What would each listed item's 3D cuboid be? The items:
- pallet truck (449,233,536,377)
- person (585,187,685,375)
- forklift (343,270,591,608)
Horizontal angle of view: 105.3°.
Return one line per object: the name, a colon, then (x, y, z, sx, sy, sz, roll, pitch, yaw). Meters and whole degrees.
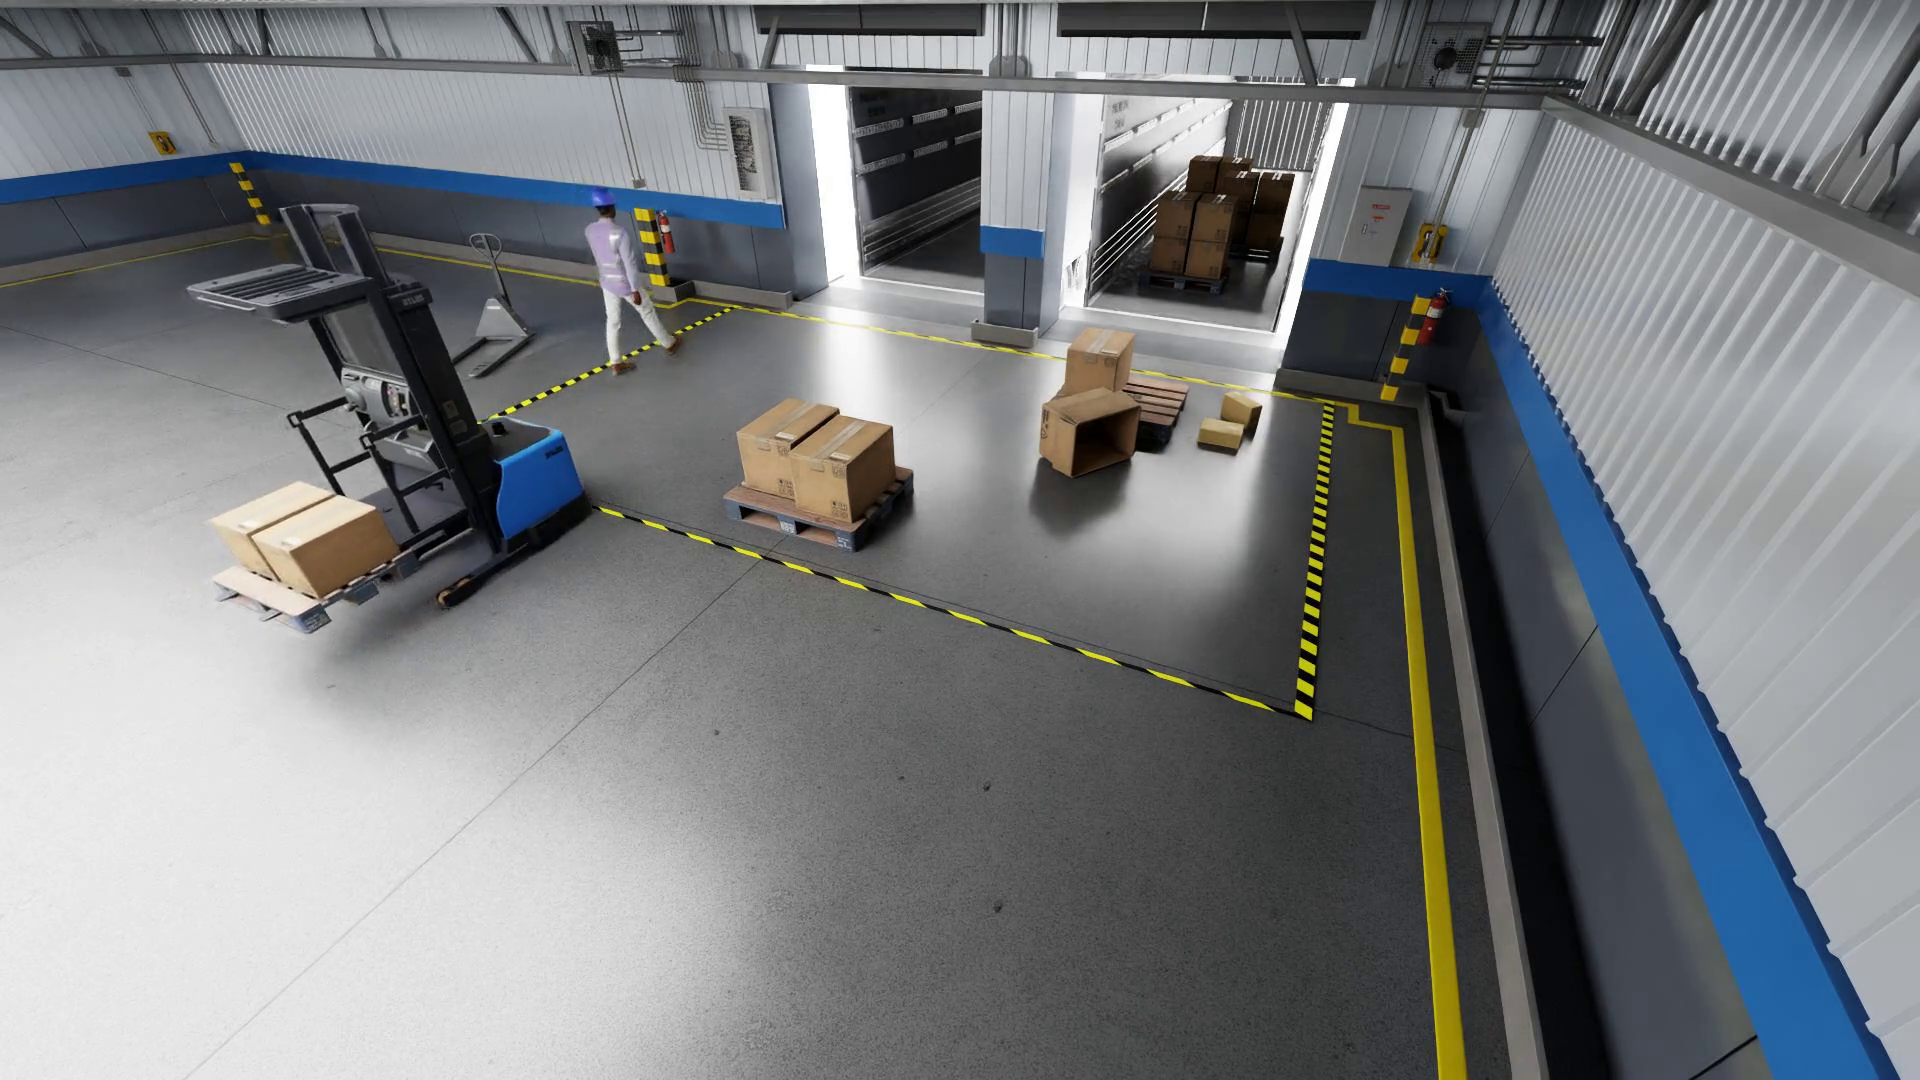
pallet truck: (-5.664, -2.712, 8.427, 0.680, 1.201, 1.601, 0, 35, -1)
person: (-3.652, -2.858, 8.067, 0.612, 1.884, 1.017, 13, 38, 18)
forklift: (-3.473, -0.879, 5.165, 0.716, 2.013, 0.776, 15, 38, 20)
